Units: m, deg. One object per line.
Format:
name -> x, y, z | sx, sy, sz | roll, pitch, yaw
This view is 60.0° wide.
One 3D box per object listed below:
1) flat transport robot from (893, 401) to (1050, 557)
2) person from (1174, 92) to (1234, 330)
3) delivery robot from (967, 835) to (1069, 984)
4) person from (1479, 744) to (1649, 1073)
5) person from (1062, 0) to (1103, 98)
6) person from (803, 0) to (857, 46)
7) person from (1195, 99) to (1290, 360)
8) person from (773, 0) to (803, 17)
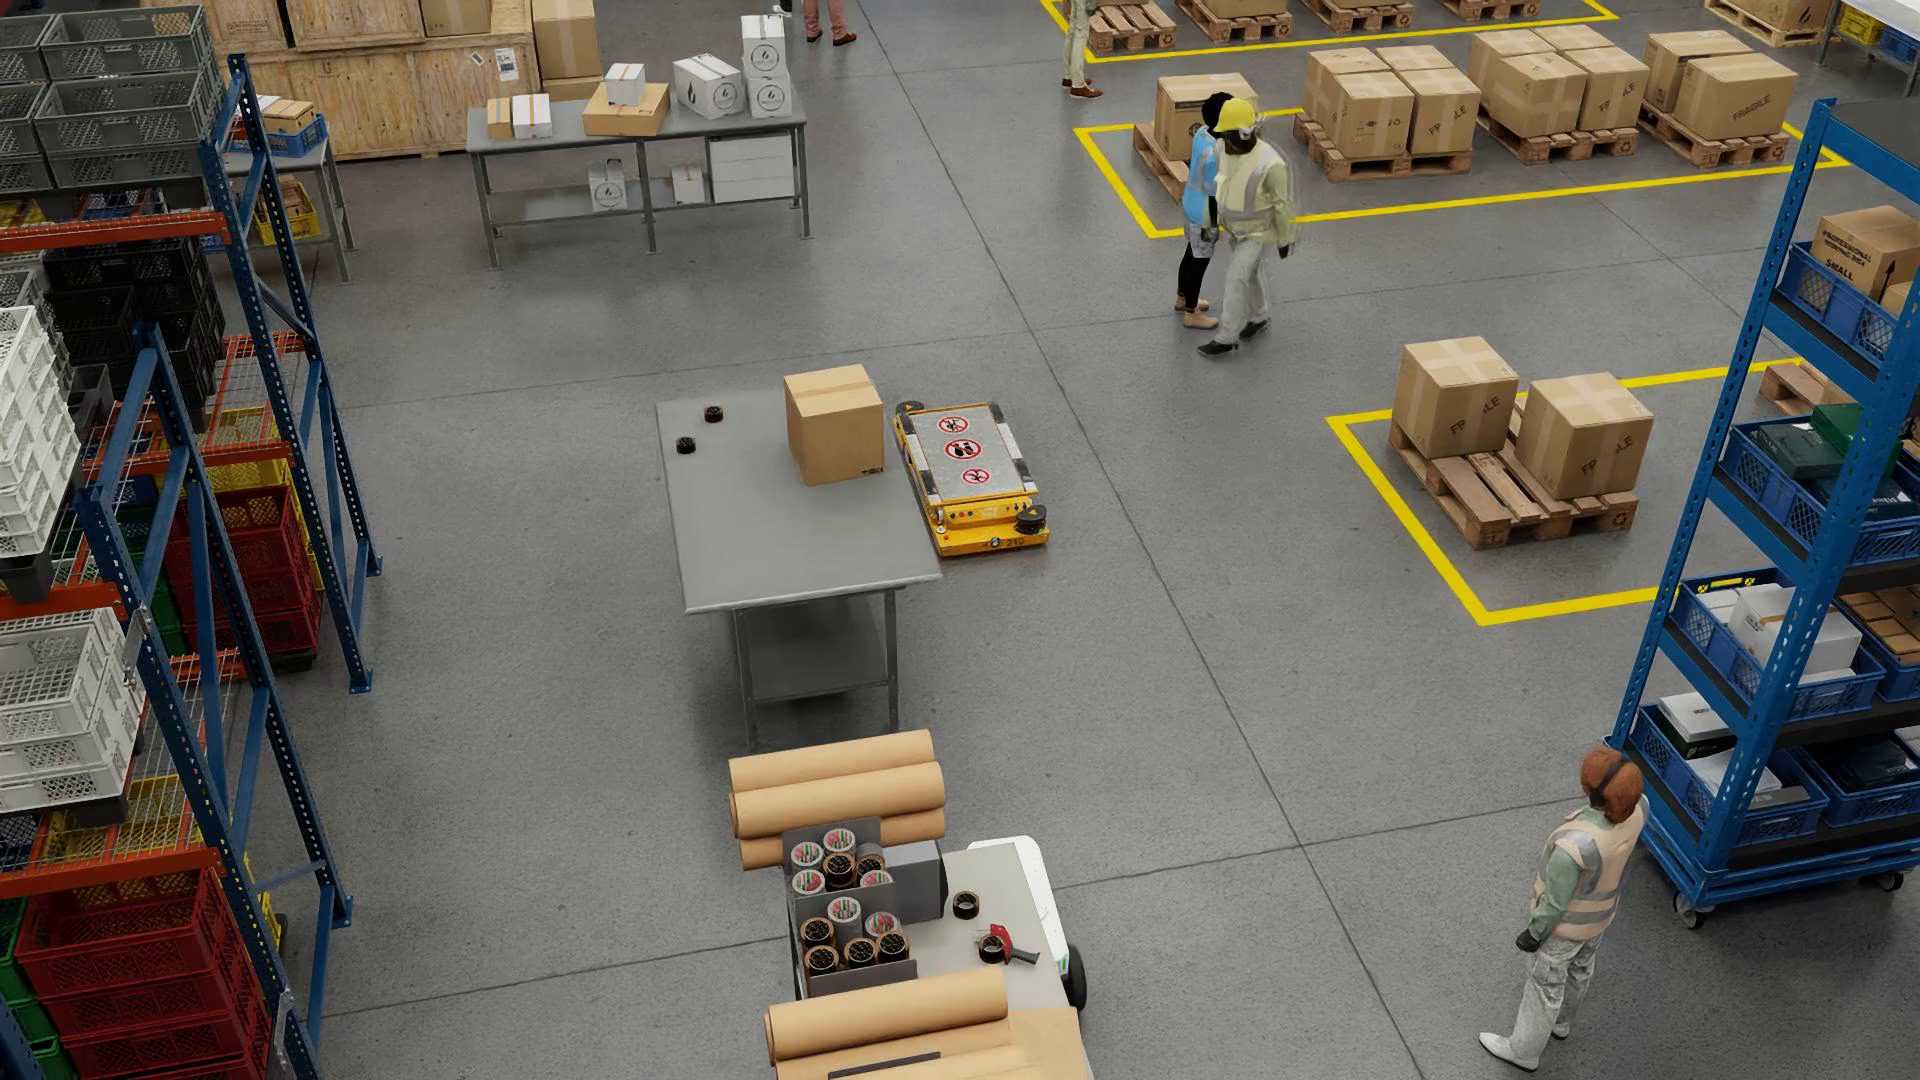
flat transport robot -> 0.046, -0.430, 10.108 | 0.652, 0.197, 1.431 | -8, 37, -10
person -> 1.687, -2.247, 11.373 | 0.319, 1.691, 0.534 | -2, 37, -3
delivery robot -> 0.231, 1.590, 7.082 | 0.477, 0.478, 0.707 | -6, 37, -8
person -> 2.374, 1.438, 6.455 | 0.514, 1.644, 0.305 | -27, 44, -31
person -> 1.105, -4.884, 14.772 | 0.329, 1.865, 0.518 | -7, 37, -10
person -> -1.306, -5.690, 15.818 | 0.643, 1.910, 0.400 | 16, 40, 21
person -> 1.865, -2.069, 11.049 | 0.825, 1.782, 0.611 | -20, 41, -25
person -> -1.676, -6.179, 16.480 | 0.584, 1.909, 0.391 | -18, 40, -23
